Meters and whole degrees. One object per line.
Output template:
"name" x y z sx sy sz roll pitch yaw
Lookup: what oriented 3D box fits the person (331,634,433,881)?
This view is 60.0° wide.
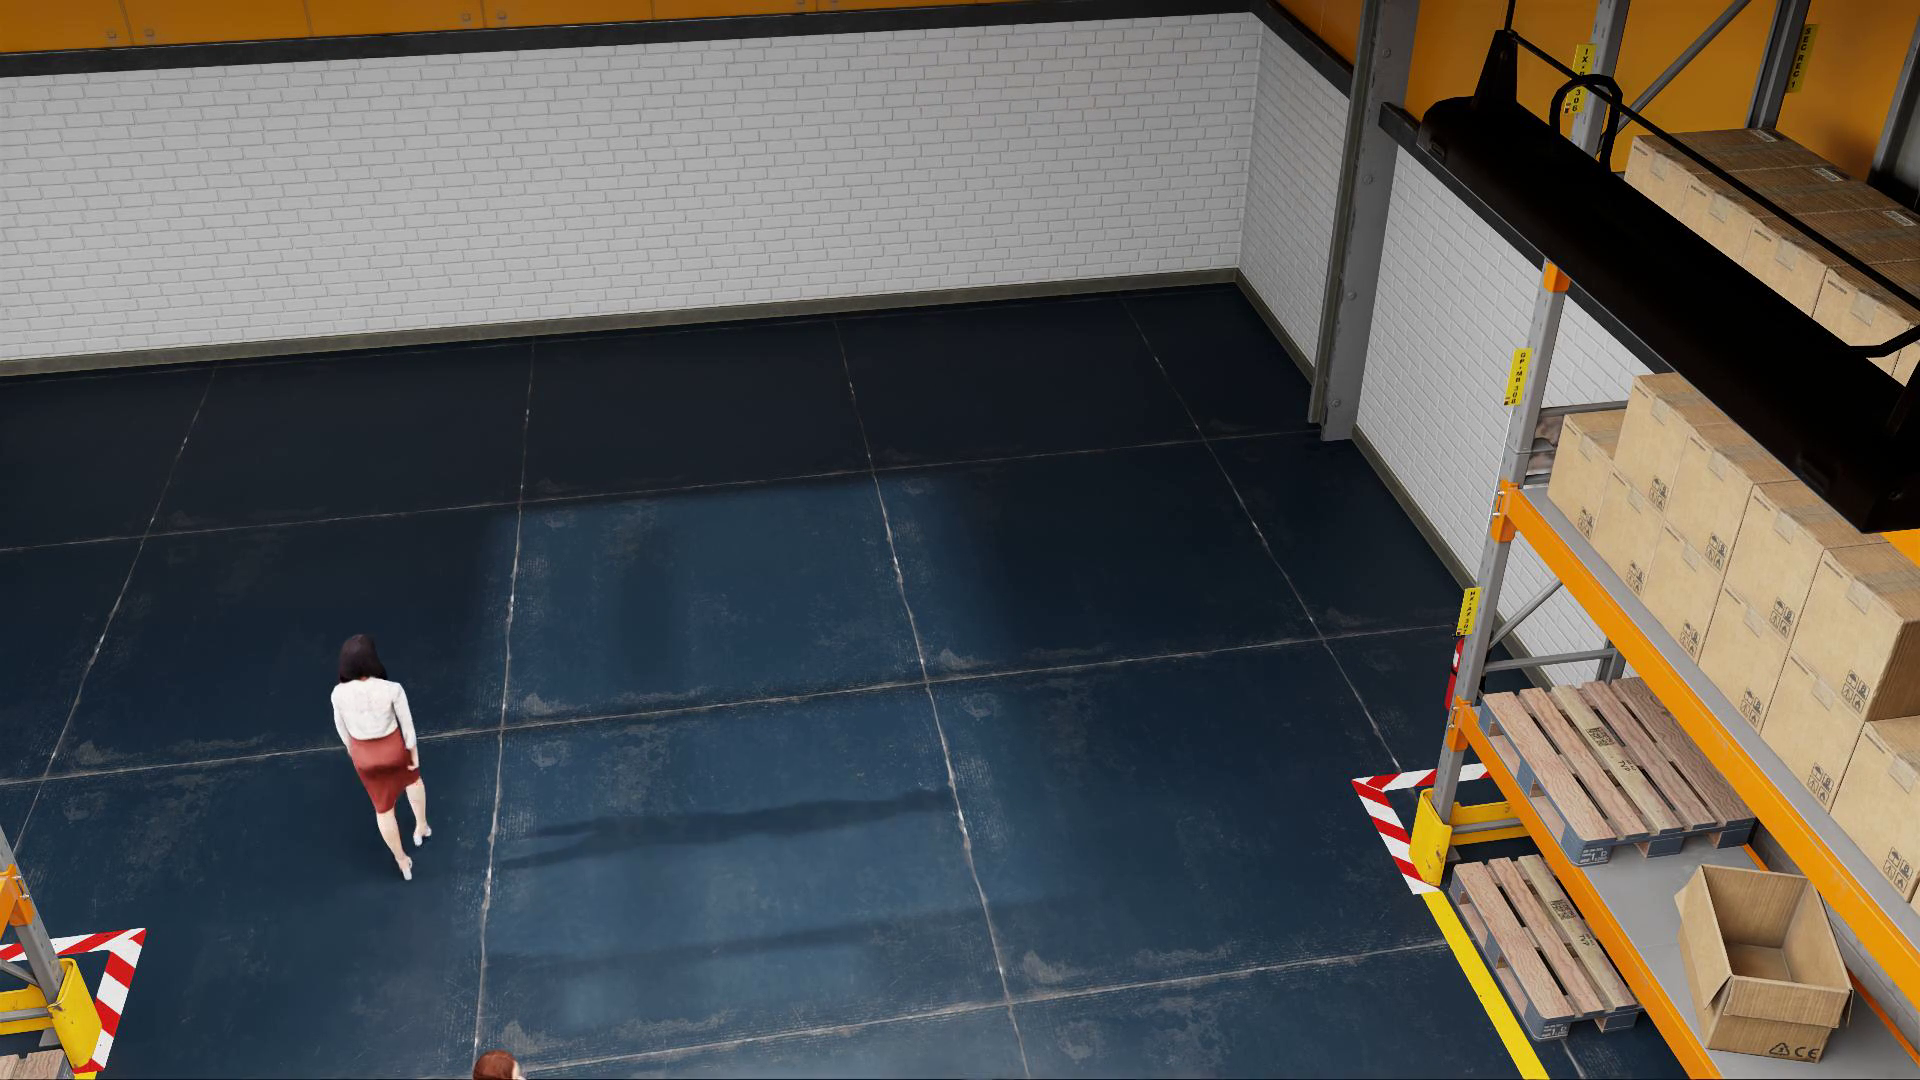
"person" -3.461 1.361 9.939 0.619 1.736 0.690 -8 34 -12
